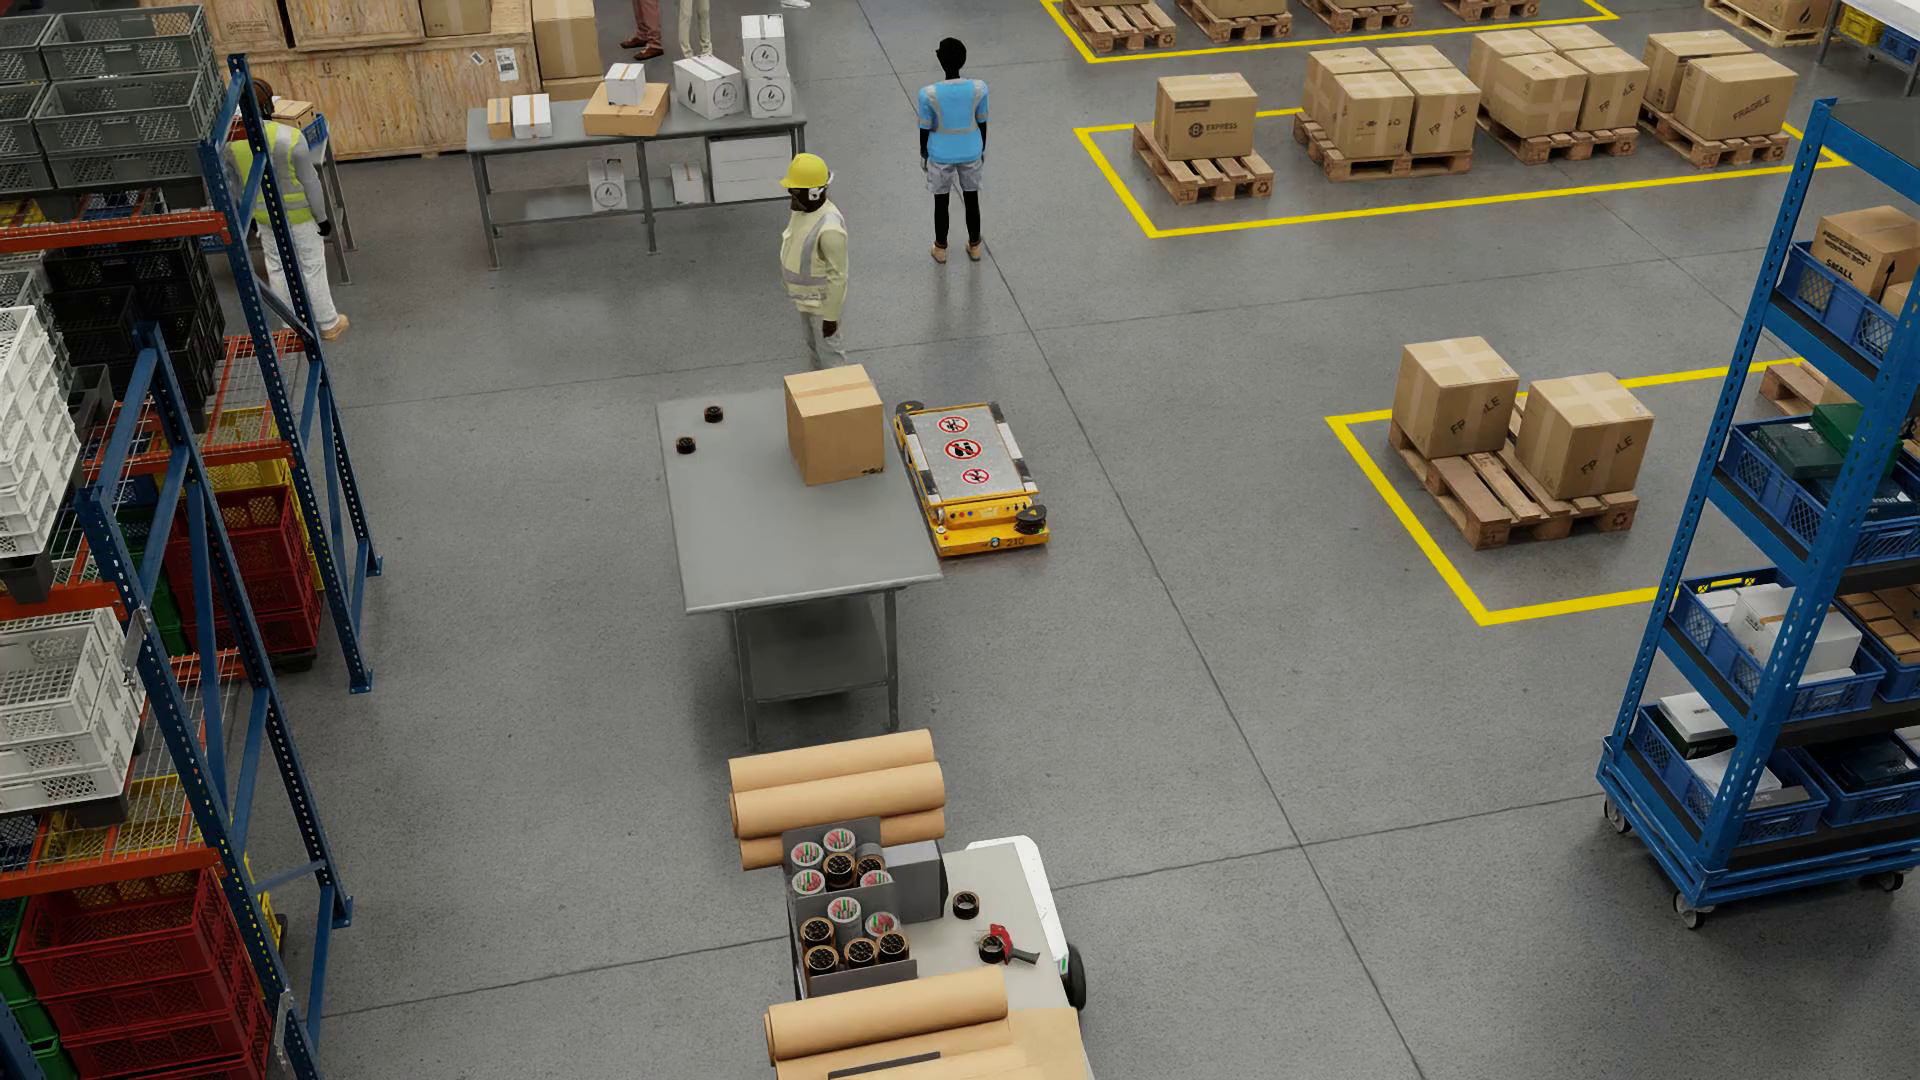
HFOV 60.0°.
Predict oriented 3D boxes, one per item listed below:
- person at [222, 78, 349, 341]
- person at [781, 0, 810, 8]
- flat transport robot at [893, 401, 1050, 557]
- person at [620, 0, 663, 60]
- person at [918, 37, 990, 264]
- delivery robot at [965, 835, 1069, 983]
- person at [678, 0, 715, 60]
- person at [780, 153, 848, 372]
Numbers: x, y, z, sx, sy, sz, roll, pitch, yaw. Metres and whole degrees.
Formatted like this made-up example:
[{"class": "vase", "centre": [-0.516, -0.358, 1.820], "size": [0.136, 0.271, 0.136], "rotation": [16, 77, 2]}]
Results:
[{"class": "person", "centre": [-4.543, -2.206, 11.202], "size": [0.619, 1.835, 0.430], "rotation": [7, 37, 9]}, {"class": "person", "centre": [-1.757, -6.355, 16.700], "size": [0.392, 1.922, 0.593], "rotation": [-4, 37, -6]}, {"class": "flat transport robot", "centre": [0.046, -0.430, 10.108], "size": [0.652, 0.197, 1.431], "rotation": [-8, 37, -10]}, {"class": "person", "centre": [-3.063, -5.474, 15.530], "size": [0.399, 1.905, 0.642], "rotation": [-16, 40, -21]}, {"class": "person", "centre": [-0.046, -2.820, 12.140], "size": [0.535, 1.694, 0.319], "rotation": [-7, 37, -9]}, {"class": "delivery robot", "centre": [0.227, 1.590, 7.082], "size": [0.477, 0.478, 0.707], "rotation": [-6, 37, -8]}, {"class": "person", "centre": [-2.429, -5.203, 15.194], "size": [0.514, 1.872, 0.328], "rotation": [-30, 46, -34]}, {"class": "person", "centre": [-0.893, -1.520, 10.276], "size": [0.404, 1.831, 0.605], "rotation": [-15, 39, -19]}]
